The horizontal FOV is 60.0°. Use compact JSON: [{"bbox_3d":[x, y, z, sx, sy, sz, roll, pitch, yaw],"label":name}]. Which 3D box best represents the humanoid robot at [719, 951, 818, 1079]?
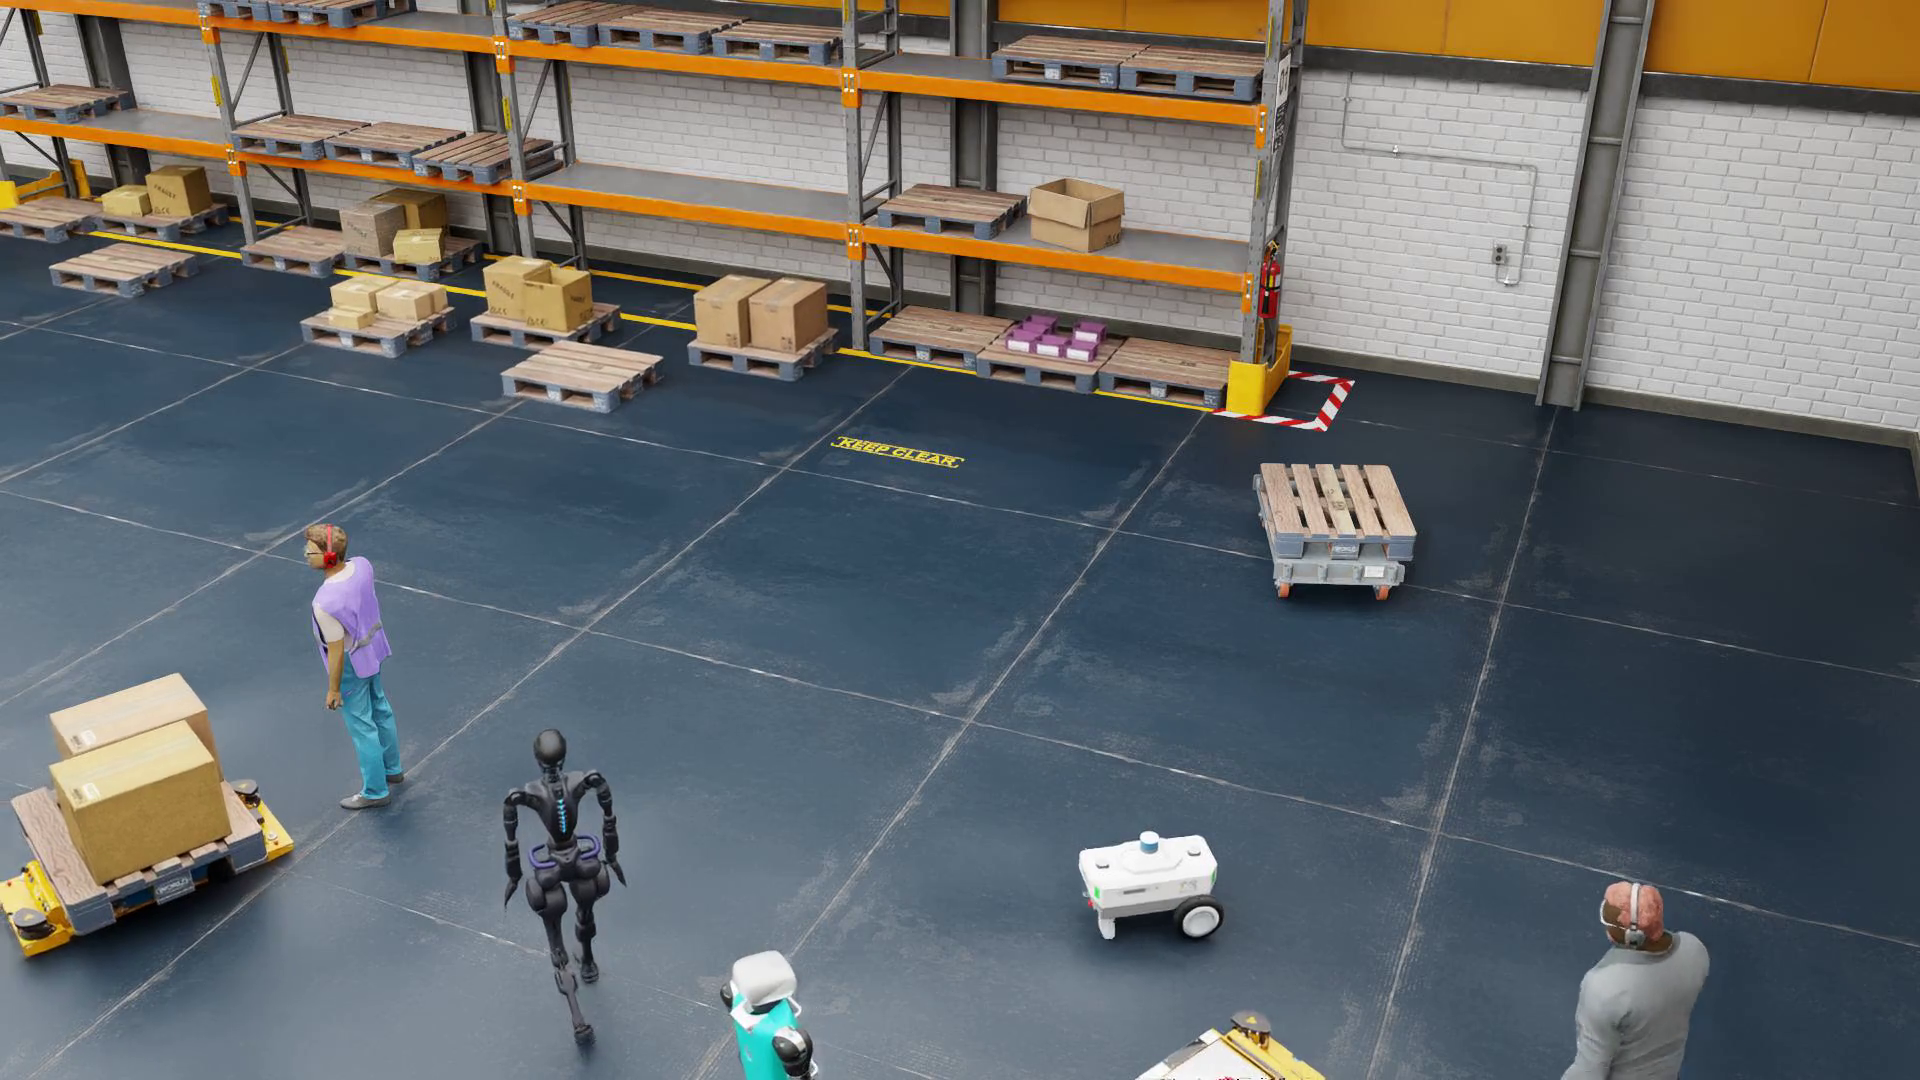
[{"bbox_3d":[-0.523,2.354,6.803,0.886,1.784,0.584,-19,33,-32],"label":"humanoid robot"}]

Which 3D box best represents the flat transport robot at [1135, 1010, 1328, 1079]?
[{"bbox_3d":[1.085,2.715,7.667,1.431,0.231,0.659,-21,34,-34],"label":"flat transport robot"}]

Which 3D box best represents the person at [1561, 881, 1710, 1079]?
[{"bbox_3d":[2.759,2.147,7.030,0.746,1.857,0.957,-10,29,-18],"label":"person"}]

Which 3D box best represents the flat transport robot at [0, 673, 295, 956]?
[{"bbox_3d":[-4.603,1.819,9.404,1.431,0.231,0.659,-21,34,-35],"label":"flat transport robot"}]

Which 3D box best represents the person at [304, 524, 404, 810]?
[{"bbox_3d":[-3.552,0.740,9.774,0.390,1.848,0.564,2,27,4],"label":"person"}]

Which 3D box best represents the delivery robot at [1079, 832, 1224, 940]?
[{"bbox_3d":[1.047,1.854,9.046,0.785,0.614,0.520,-6,28,-11],"label":"delivery robot"}]

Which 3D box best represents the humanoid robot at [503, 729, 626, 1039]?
[{"bbox_3d":[-1.943,1.671,8.216,0.600,1.655,0.737,-12,29,-21],"label":"humanoid robot"}]
